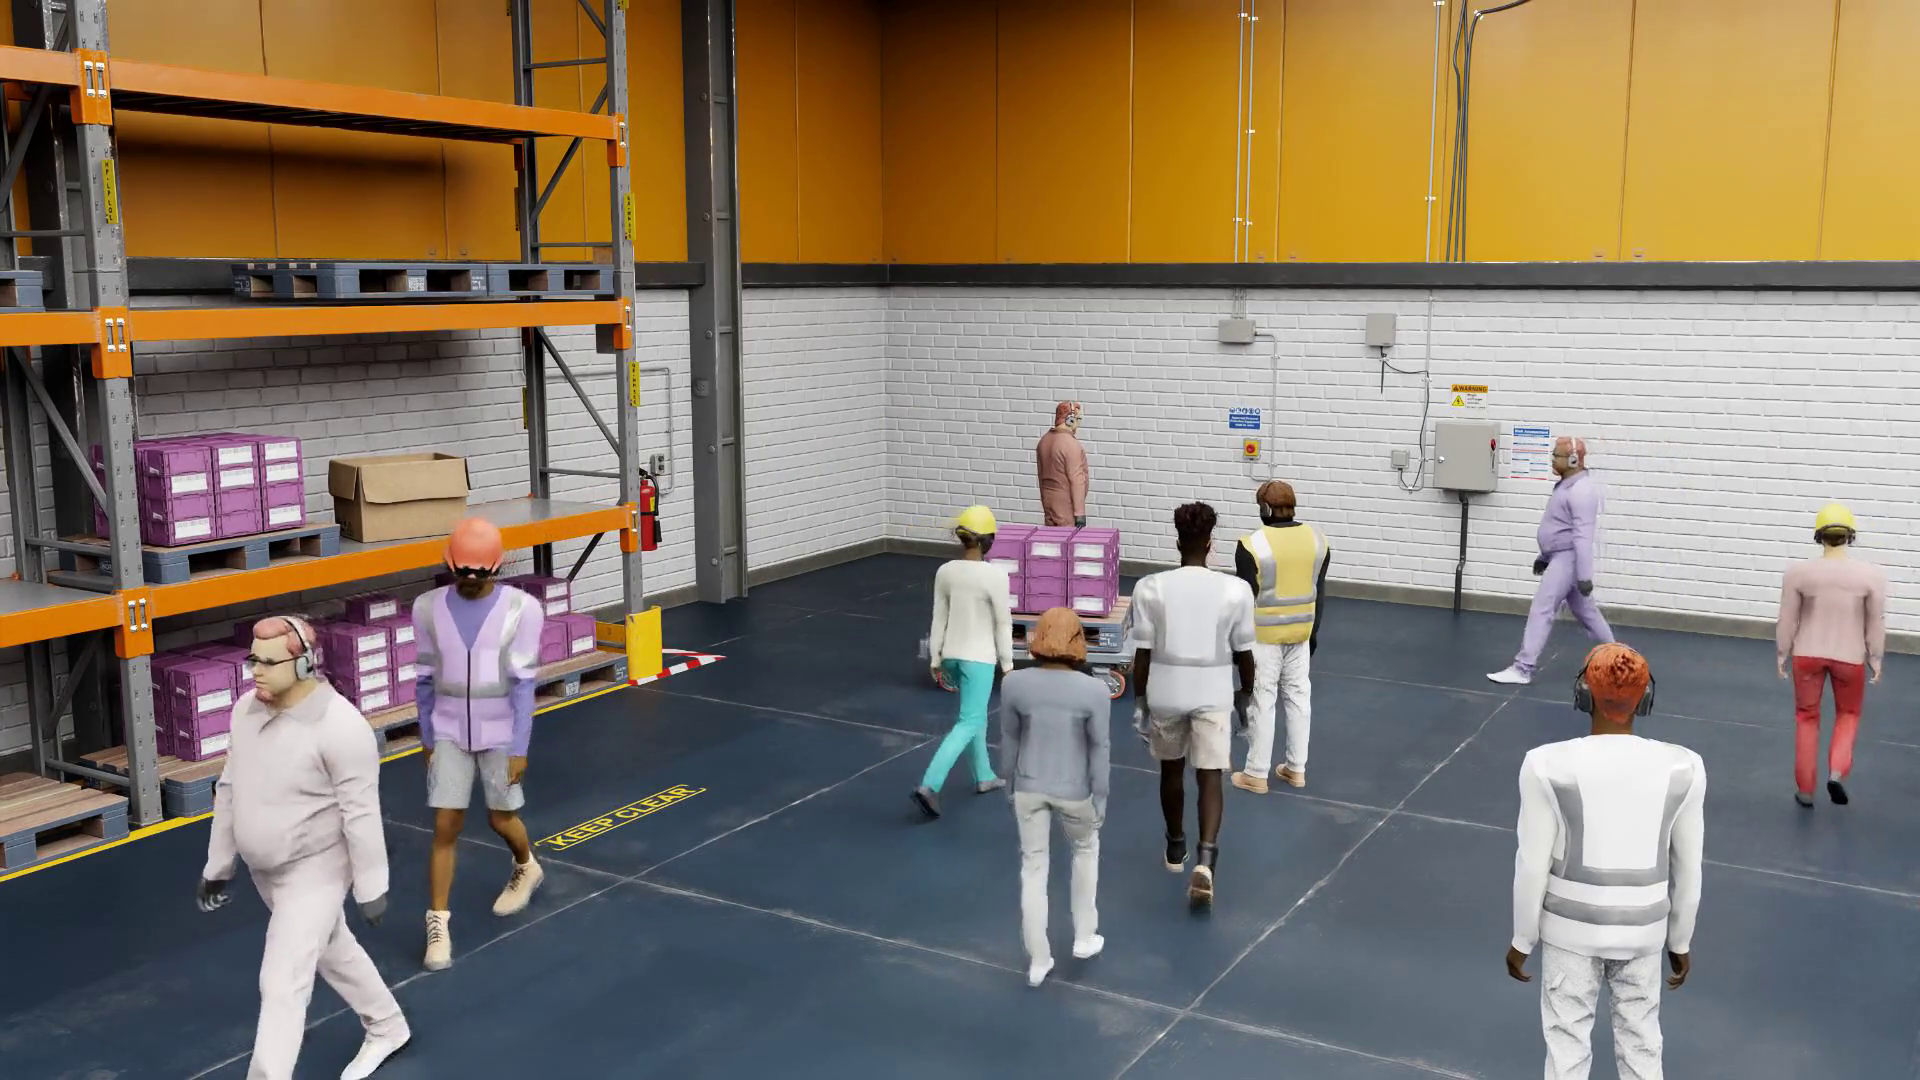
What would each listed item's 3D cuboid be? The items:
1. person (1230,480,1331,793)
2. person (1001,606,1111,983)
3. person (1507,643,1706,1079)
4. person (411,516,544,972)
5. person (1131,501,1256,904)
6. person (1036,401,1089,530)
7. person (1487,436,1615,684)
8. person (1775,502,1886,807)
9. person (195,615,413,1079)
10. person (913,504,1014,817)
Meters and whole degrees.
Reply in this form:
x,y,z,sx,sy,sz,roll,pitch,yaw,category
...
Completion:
x,y,z,sx,sy,sz,roll,pitch,yaw,category
1.839,0.563,9.742,0.625,1.841,0.429,-4,10,-24,person
0.426,1.076,7.243,0.503,1.613,0.620,2,9,15,person
2.034,1.256,5.273,0.578,1.882,0.346,1,9,4,person
-2.146,0.848,7.514,0.609,1.994,0.853,0,9,-1,person
1.137,0.778,8.137,0.613,1.934,0.905,1,9,8,person
0.949,-0.286,14.841,0.407,1.903,0.639,-5,10,-27,person
4.478,0.162,12.210,1.003,1.862,0.642,3,10,17,person
4.908,0.656,9.408,0.550,1.750,0.378,5,10,26,person
-2.351,1.169,5.931,0.643,1.859,1.007,6,11,35,person
0.004,0.669,9.401,0.849,1.732,0.514,-9,13,-44,person
